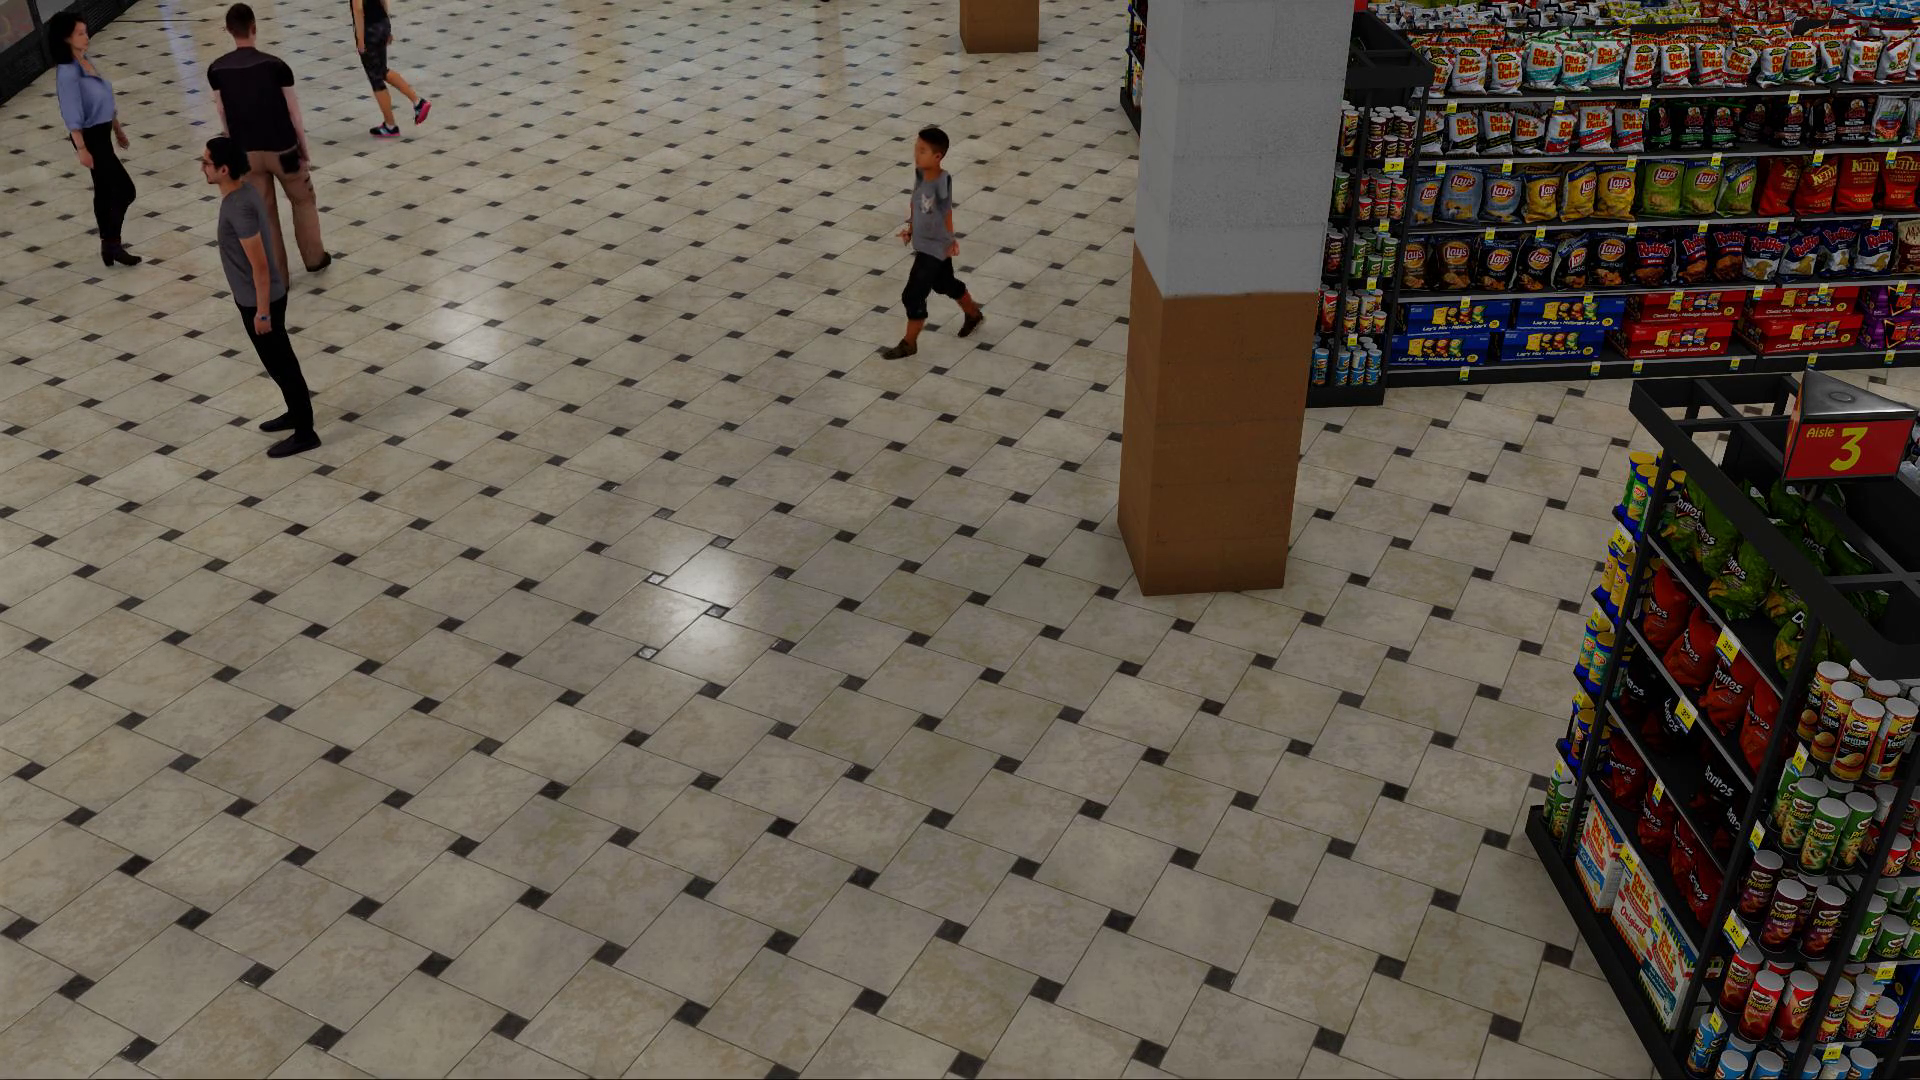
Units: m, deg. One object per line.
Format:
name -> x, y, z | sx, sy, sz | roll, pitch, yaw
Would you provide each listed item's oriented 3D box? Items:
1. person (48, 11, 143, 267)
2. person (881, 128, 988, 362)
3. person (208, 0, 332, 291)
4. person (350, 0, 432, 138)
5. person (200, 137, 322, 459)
person -> -5.834, -2.617, 11.041 | 0.638, 1.732, 0.701 | -10, 33, -15
person -> -0.115, -1.866, 10.122 | 1.085, 1.428, 0.850 | -19, 36, -27
person -> -4.496, -2.486, 10.752 | 0.708, 1.817, 0.781 | -8, 33, -13
person -> -4.649, -4.082, 13.412 | 0.848, 1.715, 0.675 | 5, 32, 8
person -> -3.752, -1.310, 8.922 | 0.646, 1.754, 0.682 | -14, 34, -21
